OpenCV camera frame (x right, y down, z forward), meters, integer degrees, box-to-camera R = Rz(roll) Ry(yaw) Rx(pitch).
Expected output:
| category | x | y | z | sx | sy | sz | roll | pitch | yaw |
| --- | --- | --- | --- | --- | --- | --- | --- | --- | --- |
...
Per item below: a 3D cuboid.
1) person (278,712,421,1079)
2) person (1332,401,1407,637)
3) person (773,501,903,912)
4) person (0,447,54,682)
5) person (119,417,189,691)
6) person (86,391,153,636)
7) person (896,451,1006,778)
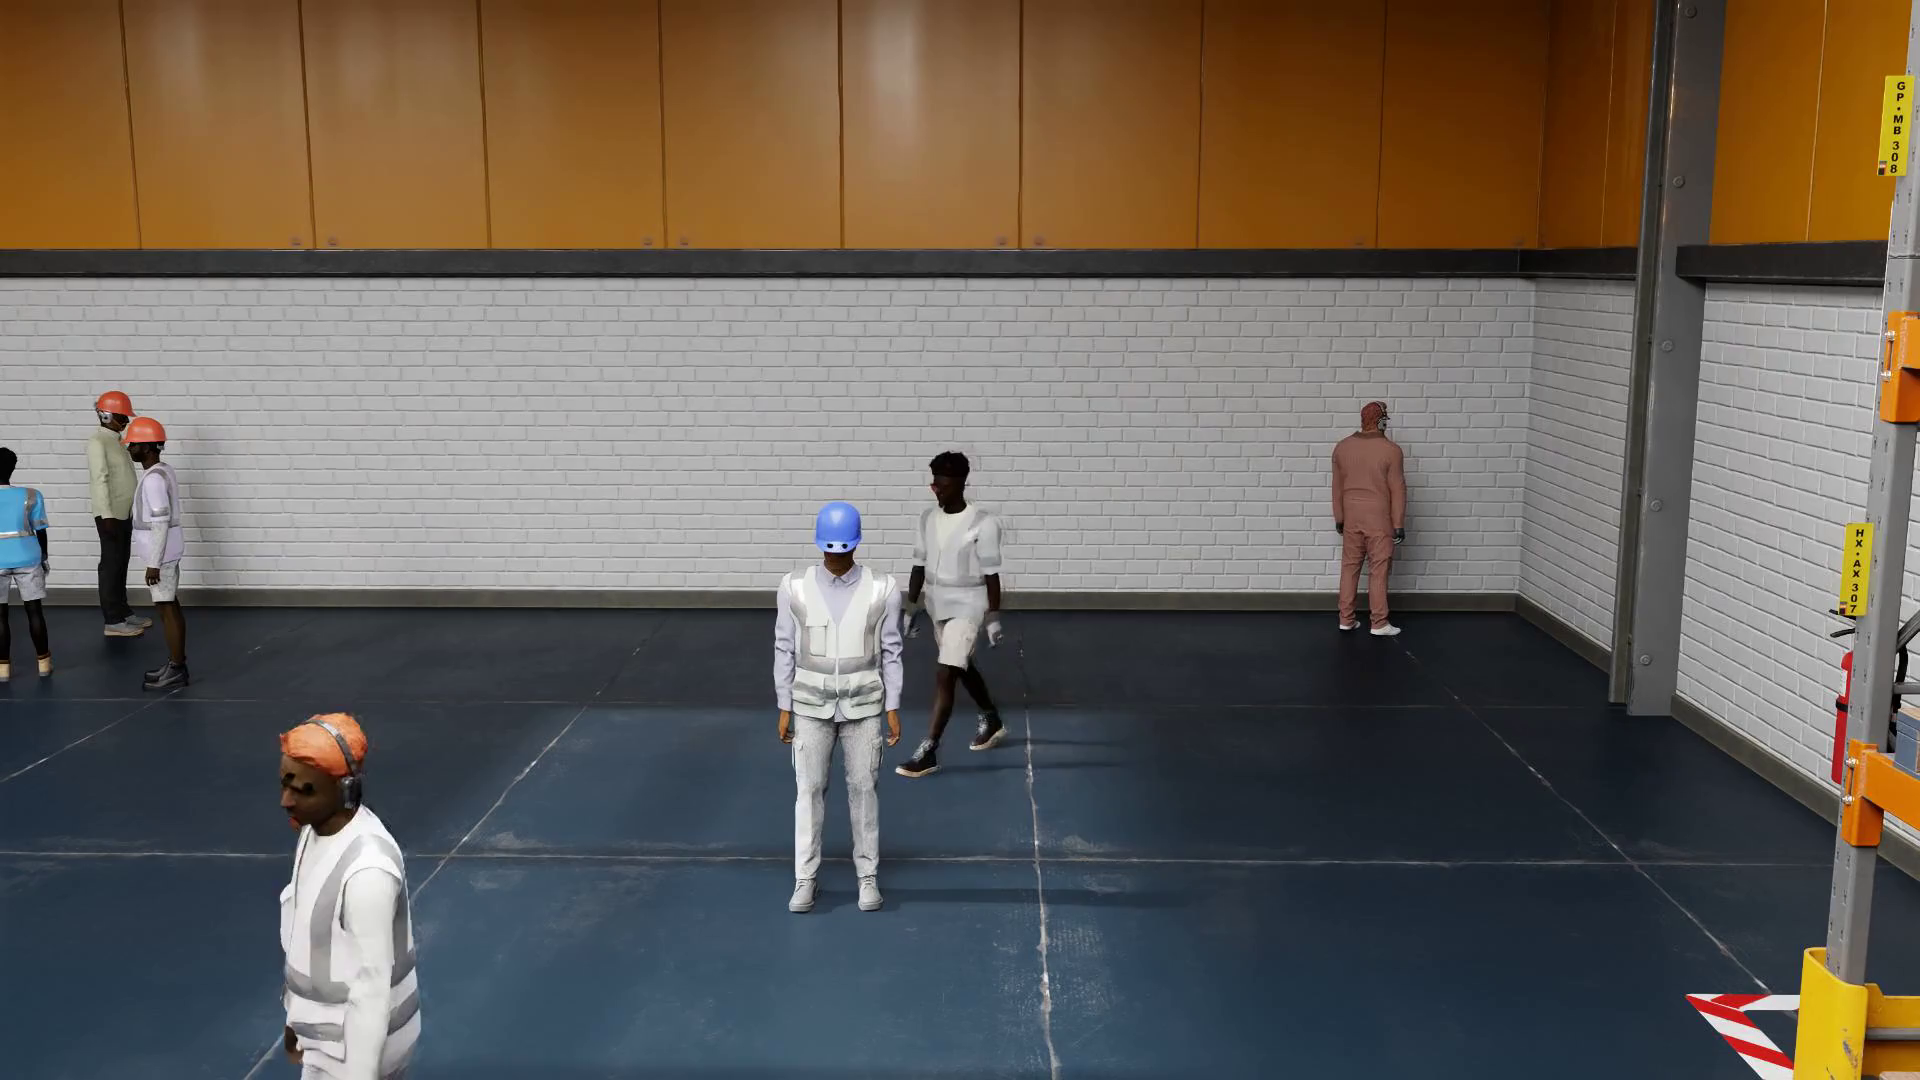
| category | x | y | z | sx | sy | sz | roll | pitch | yaw |
| --- | --- | --- | --- | --- | --- | --- | --- | --- | --- |
| person | -1.648 | 1.354 | 4.465 | 0.502 | 1.864 | 0.625 | -6 | 11 | -31 |
| person | 3.337 | -0.172 | 13.503 | 0.651 | 1.907 | 0.409 | 9 | 13 | 44 |
| person | -0.565 | 0.773 | 7.752 | 0.602 | 1.938 | 0.400 | 0 | 9 | -3 |
| person | -6.886 | 0.174 | 12.058 | 0.538 | 1.695 | 0.319 | -7 | 12 | -35 |
| person | -5.704 | 0.096 | 11.804 | 0.360 | 1.939 | 0.543 | -3 | 10 | -19 |
| person | -6.863 | -0.221 | 13.558 | 0.393 | 1.986 | 0.610 | -2 | 10 | -12 |
| person | -0.031 | 0.404 | 10.041 | 0.624 | 1.917 | 1.019 | 9 | 13 | 43 |
